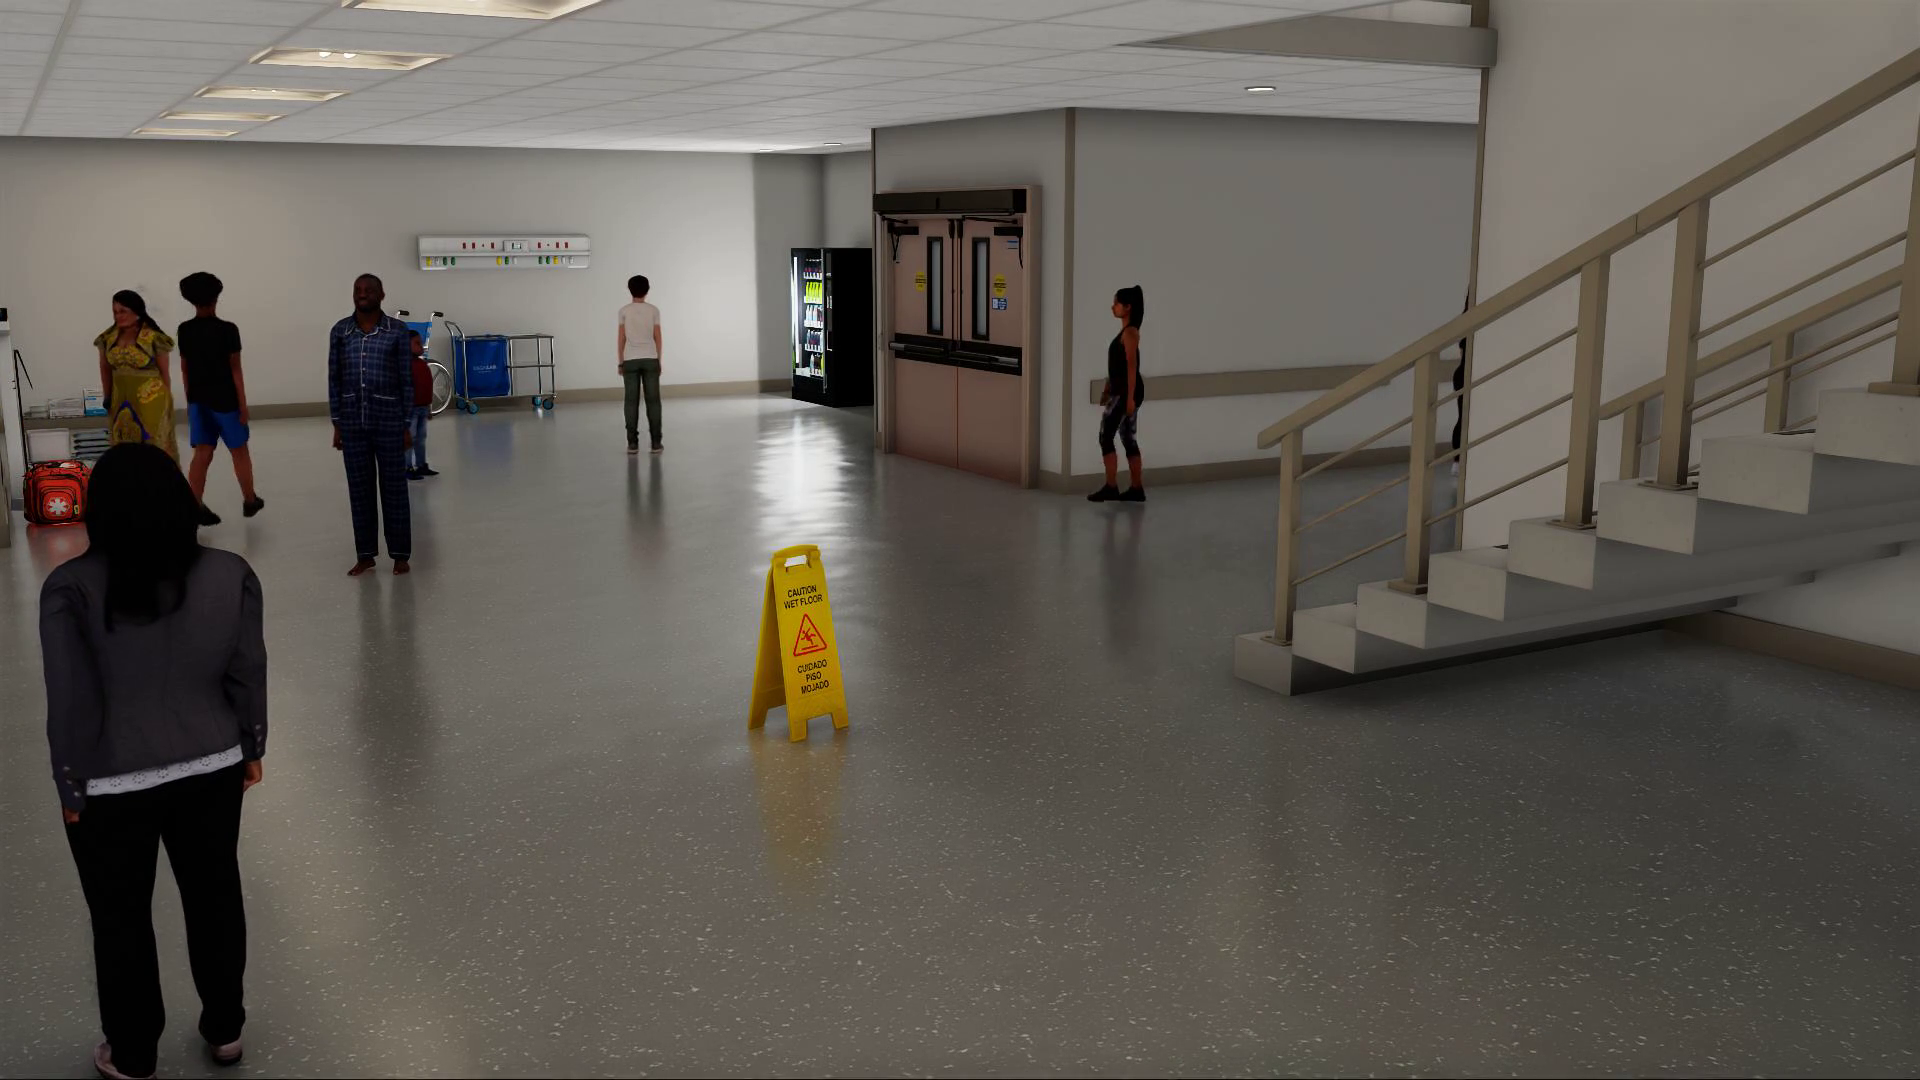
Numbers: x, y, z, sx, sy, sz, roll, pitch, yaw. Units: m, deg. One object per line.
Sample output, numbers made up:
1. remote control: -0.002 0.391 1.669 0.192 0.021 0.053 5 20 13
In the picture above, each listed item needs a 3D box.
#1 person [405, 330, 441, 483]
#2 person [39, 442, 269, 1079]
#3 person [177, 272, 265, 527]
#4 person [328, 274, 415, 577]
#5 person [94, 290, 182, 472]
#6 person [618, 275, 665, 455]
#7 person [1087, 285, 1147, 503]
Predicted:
1. person: -4.546 -1.121 13.844 0.636 1.253 0.579 3 11 16
2. person: -1.980 0.553 4.096 0.734 1.599 0.734 -10 15 -43
3. person: -5.229 -0.941 11.549 1.031 1.756 1.248 1 11 4
4. person: -3.574 -0.709 10.149 0.763 1.822 0.765 -1 11 -4
5. person: -5.937 -0.985 12.090 0.932 1.640 1.077 -2 11 -10
6. person: -2.979 -1.641 15.515 0.626 1.653 0.617 -2 11 -11
7. person: 1.342 -1.103 12.668 0.820 1.658 0.761 1 11 7
